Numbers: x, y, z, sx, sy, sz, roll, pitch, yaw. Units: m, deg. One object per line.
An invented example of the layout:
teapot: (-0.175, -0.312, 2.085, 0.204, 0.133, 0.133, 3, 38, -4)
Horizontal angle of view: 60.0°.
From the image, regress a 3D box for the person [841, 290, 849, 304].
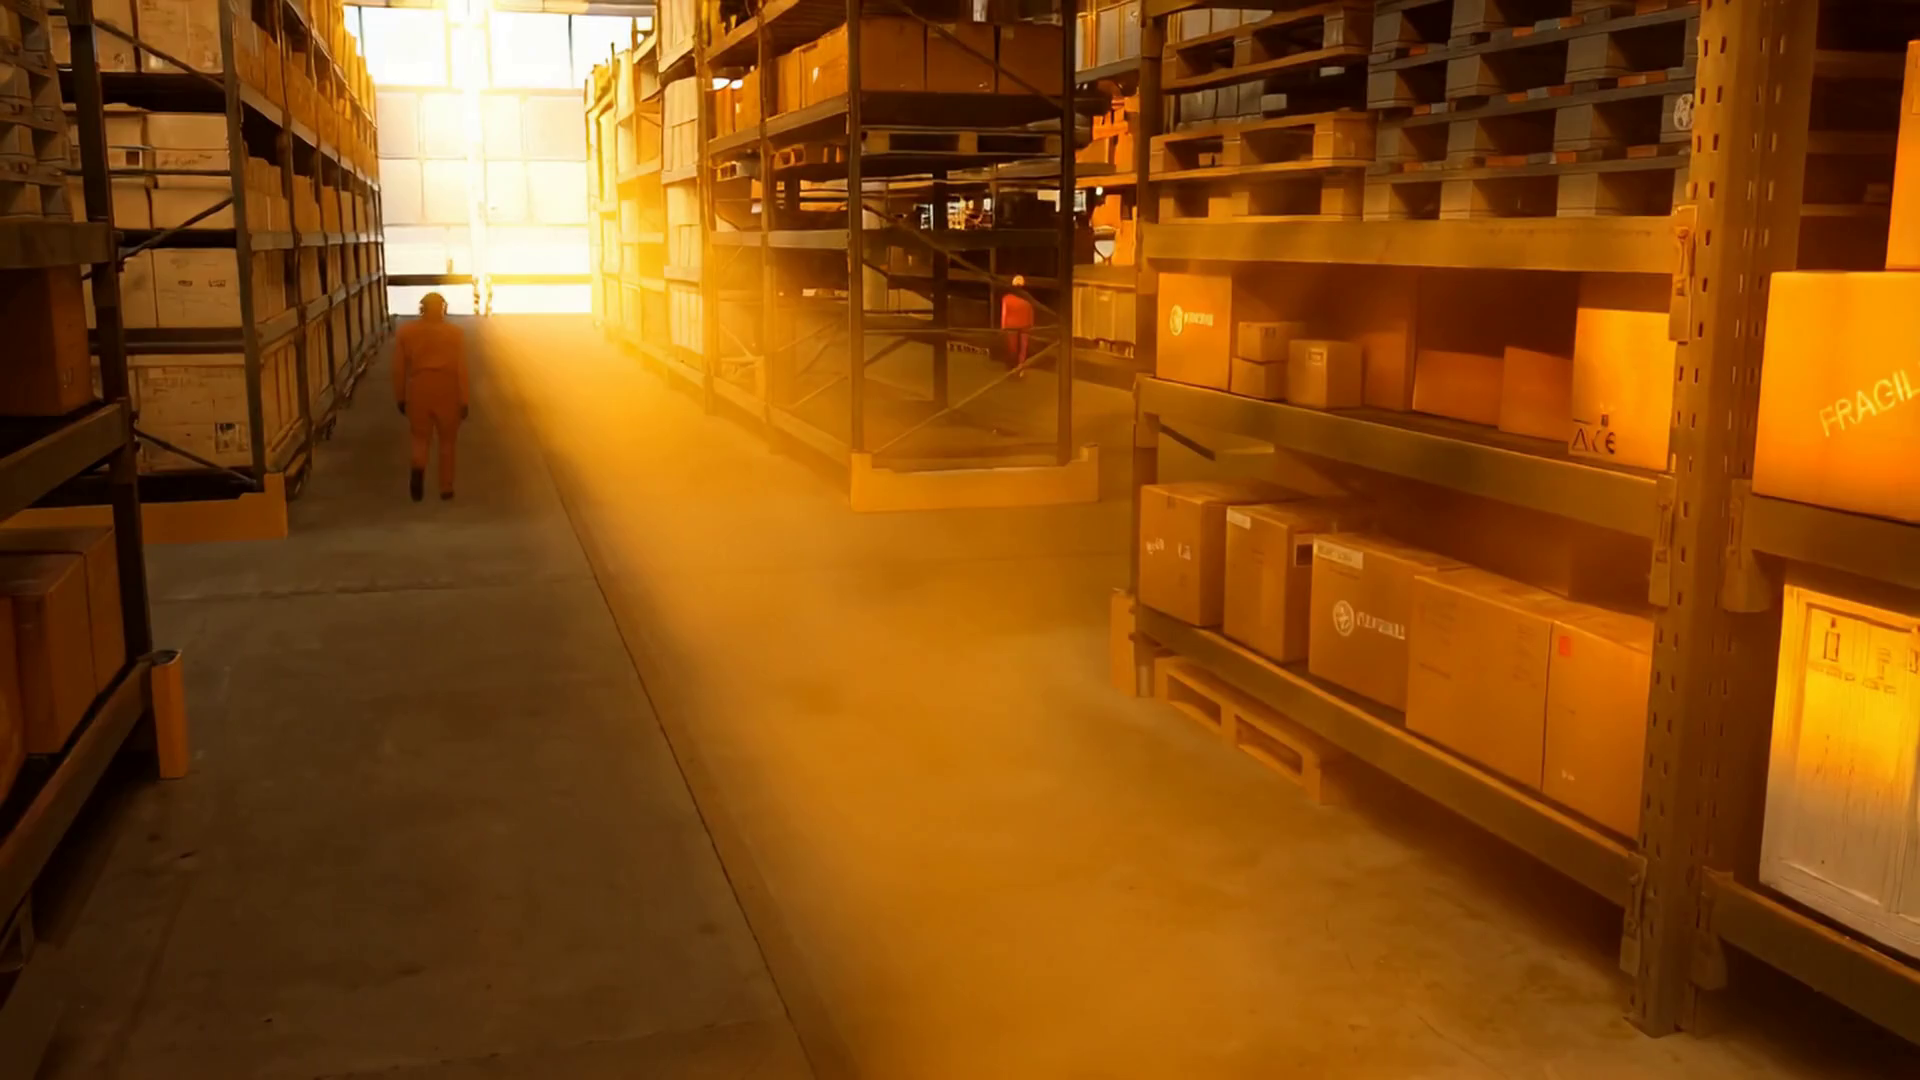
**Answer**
person: (-2.950, -6.442, 43.590, 0.424, 1.716, 0.498, -5, 12, -27)

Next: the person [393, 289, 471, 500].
person: (-4.672, -1.269, 14.740, 0.668, 1.889, 0.630, -1, 10, -6)

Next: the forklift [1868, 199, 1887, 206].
forklift: (11.338, -2.915, 21.052, 1.129, 2.768, 1.873, -3, 11, -17)

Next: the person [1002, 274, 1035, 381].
person: (0.950, -3.448, 27.080, 0.530, 1.754, 0.388, -1, 10, -4)

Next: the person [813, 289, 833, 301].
person: (-3.530, -6.378, 42.769, 0.545, 1.889, 0.925, -2, 10, -9)
